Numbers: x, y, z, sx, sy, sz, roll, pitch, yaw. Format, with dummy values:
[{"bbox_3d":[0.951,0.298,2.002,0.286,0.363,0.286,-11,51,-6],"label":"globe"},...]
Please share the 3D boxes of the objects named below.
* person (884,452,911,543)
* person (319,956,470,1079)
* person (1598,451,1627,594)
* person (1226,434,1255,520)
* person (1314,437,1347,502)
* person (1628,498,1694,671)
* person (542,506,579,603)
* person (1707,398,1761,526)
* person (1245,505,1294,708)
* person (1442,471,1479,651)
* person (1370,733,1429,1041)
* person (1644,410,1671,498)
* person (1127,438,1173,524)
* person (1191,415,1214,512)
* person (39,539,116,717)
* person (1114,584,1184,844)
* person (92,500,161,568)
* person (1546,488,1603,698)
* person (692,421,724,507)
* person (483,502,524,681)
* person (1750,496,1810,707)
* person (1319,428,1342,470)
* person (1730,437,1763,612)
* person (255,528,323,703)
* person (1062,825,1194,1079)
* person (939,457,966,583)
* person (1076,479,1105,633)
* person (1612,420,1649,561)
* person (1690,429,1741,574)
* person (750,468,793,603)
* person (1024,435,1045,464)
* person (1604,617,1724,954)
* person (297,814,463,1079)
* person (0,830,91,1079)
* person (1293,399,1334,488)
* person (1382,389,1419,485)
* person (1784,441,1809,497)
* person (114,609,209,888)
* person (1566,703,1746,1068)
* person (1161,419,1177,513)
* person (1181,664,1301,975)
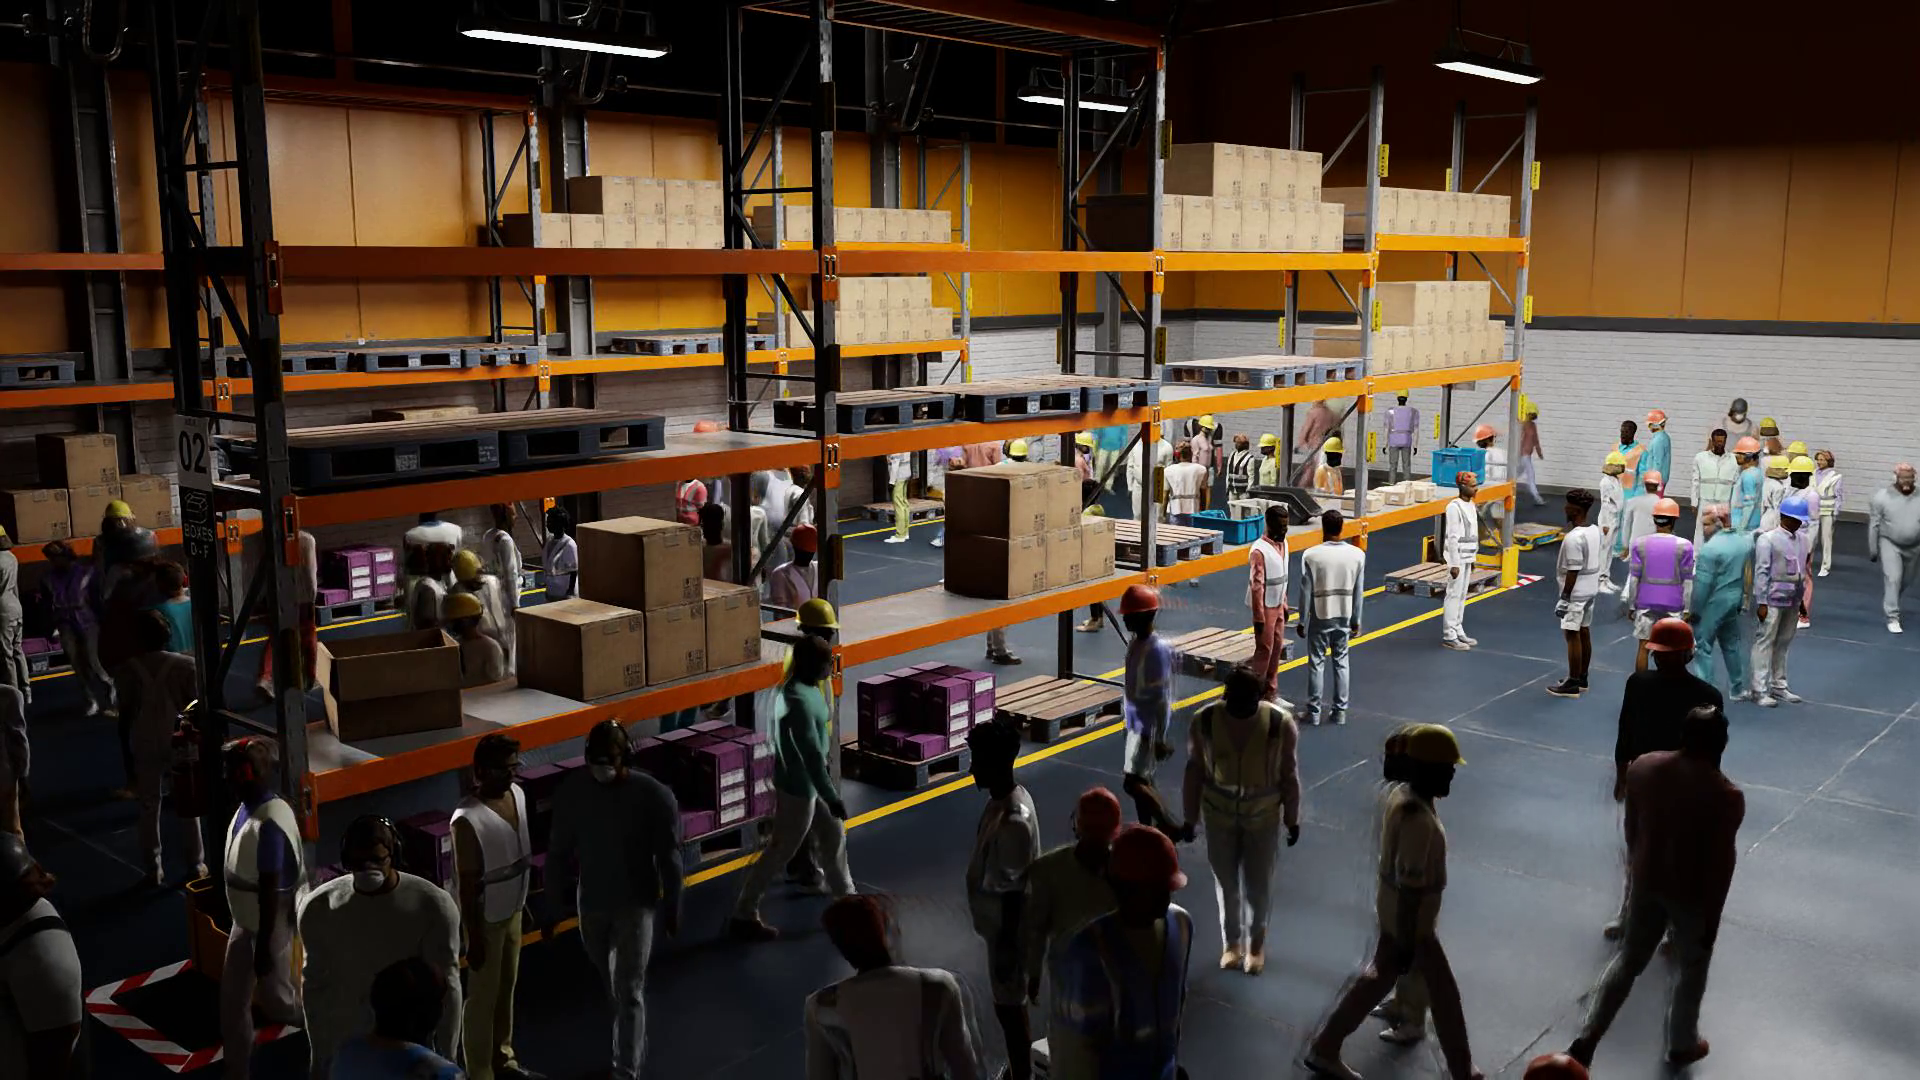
[{"bbox_3d":[-0.904,-0.918,24.097,0.360,1.930,0.589,3,10,15],"label":"person"},{"bbox_3d":[-1.817,2.263,5.546,0.614,1.790,0.942,7,12,36],"label":"person"},{"bbox_3d":[8.020,-0.221,20.488,0.289,1.746,0.486,7,12,37],"label":"person"},{"bbox_3d":[3.972,-0.693,23.607,0.308,1.644,0.514,-7,12,-35],"label":"person"},{"bbox_3d":[4.535,-0.306,20.447,0.382,1.928,0.587,6,11,31],"label":"person"},{"bbox_3d":[6.373,0.581,15.152,0.542,1.928,0.374,5,11,27],"label":"person"},{"bbox_3d":[-3.911,0.506,16.292,0.319,1.696,0.532,-9,13,-42],"label":"person"},{"bbox_3d":[11.793,-1.184,25.353,0.743,2.000,0.843,2,10,14],"label":"person"},{"bbox_3d":[2.780,0.617,15.002,0.401,1.908,0.603,6,11,33],"label":"person"},{"bbox_3d":[5.280,0.211,17.499,0.355,1.883,0.575,6,11,33],"label":"person"},{"bbox_3d":[2.332,1.806,8.720,0.285,1.631,0.501,0,10,3],"label":"person"},{"bbox_3d":[9.833,-0.851,23.530,0.392,1.985,0.610,5,11,29],"label":"person"},{"bbox_3d":[2.604,-0.713,22.958,0.636,1.903,0.404,3,10,16],"label":"person"},{"bbox_3d":[3.685,-1.017,25.208,0.343,1.757,0.526,7,12,37],"label":"person"},{"bbox_3d":[-7.896,0.785,14.851,0.545,1.613,0.360,-2,10,-9],"label":"person"},{"bbox_3d":[1.224,1.243,11.205,0.406,1.923,0.582,-2,10,-11],"label":"person"},{"bbox_3d":[-7.961,0.506,15.950,0.605,1.817,0.403,-5,11,-29],"label":"person"},{"bbox_3d":[5.766,0.491,15.575,0.367,1.967,0.603,8,13,40],"label":"person"},{"bbox_3d":[-3.300,-0.530,21.475,0.742,2.024,0.664,-9,13,-42],"label":"person"},{"bbox_3d":[-4.244,0.543,15.508,0.341,1.882,0.586,-7,12,-35],"label":"person"},{"bbox_3d":[7.546,0.552,15.280,0.602,1.943,0.393,-4,11,-25],"label":"person"},{"bbox_3d":[5.408,-0.826,24.309,0.380,1.667,0.586,7,12,35],"label":"person"},{"bbox_3d":[9.114,-0.183,19.373,0.378,2.044,0.607,5,11,27],"label":"person"},{"bbox_3d":[-6.271,0.512,15.463,0.614,1.968,0.925,1,10,4],"label":"person"},{"bbox_3d":[0.639,2.029,6.348,0.624,1.991,1.079,-6,11,-32],"label":"person"},{"bbox_3d":[-0.047,-0.236,20.881,0.308,1.644,0.510,-5,11,-27],"label":"person"},{"bbox_3d":[1.440,0.170,18.292,0.317,1.695,0.540,3,10,19],"label":"person"},{"bbox_3d":[9.092,-0.679,22.702,0.391,1.920,0.593,-5,11,-26],"label":"person"},{"bbox_3d":[9.793,-0.494,21.597,0.591,1.919,0.390,2,10,11],"label":"person"},{"bbox_3d":[-2.246,-0.229,19.653,0.533,2.000,0.818,8,12,39],"label":"person"},{"bbox_3d":[1.231,-1.438,27.754,0.321,1.743,0.488,8,12,39],"label":"person"},{"bbox_3d":[4.166,1.434,9.858,0.380,1.994,0.618,-8,13,-41],"label":"person"},{"bbox_3d":[-2.295,2.009,6.642,0.623,1.932,0.368,0,10,-2],"label":"person"},{"bbox_3d":[-3.516,2.031,6.156,0.535,2.000,0.674,-7,12,-37],"label":"person"},{"bbox_3d":[6.077,-1.598,28.450,1.012,1.835,0.697,8,12,39],"label":"person"},{"bbox_3d":[7.554,-1.661,28.537,0.596,1.925,0.372,1,10,8],"label":"person"},{"bbox_3d":[10.854,-0.418,21.667,0.485,1.744,0.295,-6,11,-34],"label":"person"},{"bbox_3d":[-5.183,1.355,10.819,0.504,1.840,0.344,-3,10,-19],"label":"person"},{"bbox_3d":[3.461,1.760,8.241,0.856,1.902,0.649,-7,12,-36],"label":"person"},{"bbox_3d":[3.396,-1.391,27.094,0.328,1.873,0.517,5,11,29],"label":"person"},{"bbox_3d":[1.591,1.587,9.478,0.676,1.815,0.482,3,10,15],"label":"person"}]
